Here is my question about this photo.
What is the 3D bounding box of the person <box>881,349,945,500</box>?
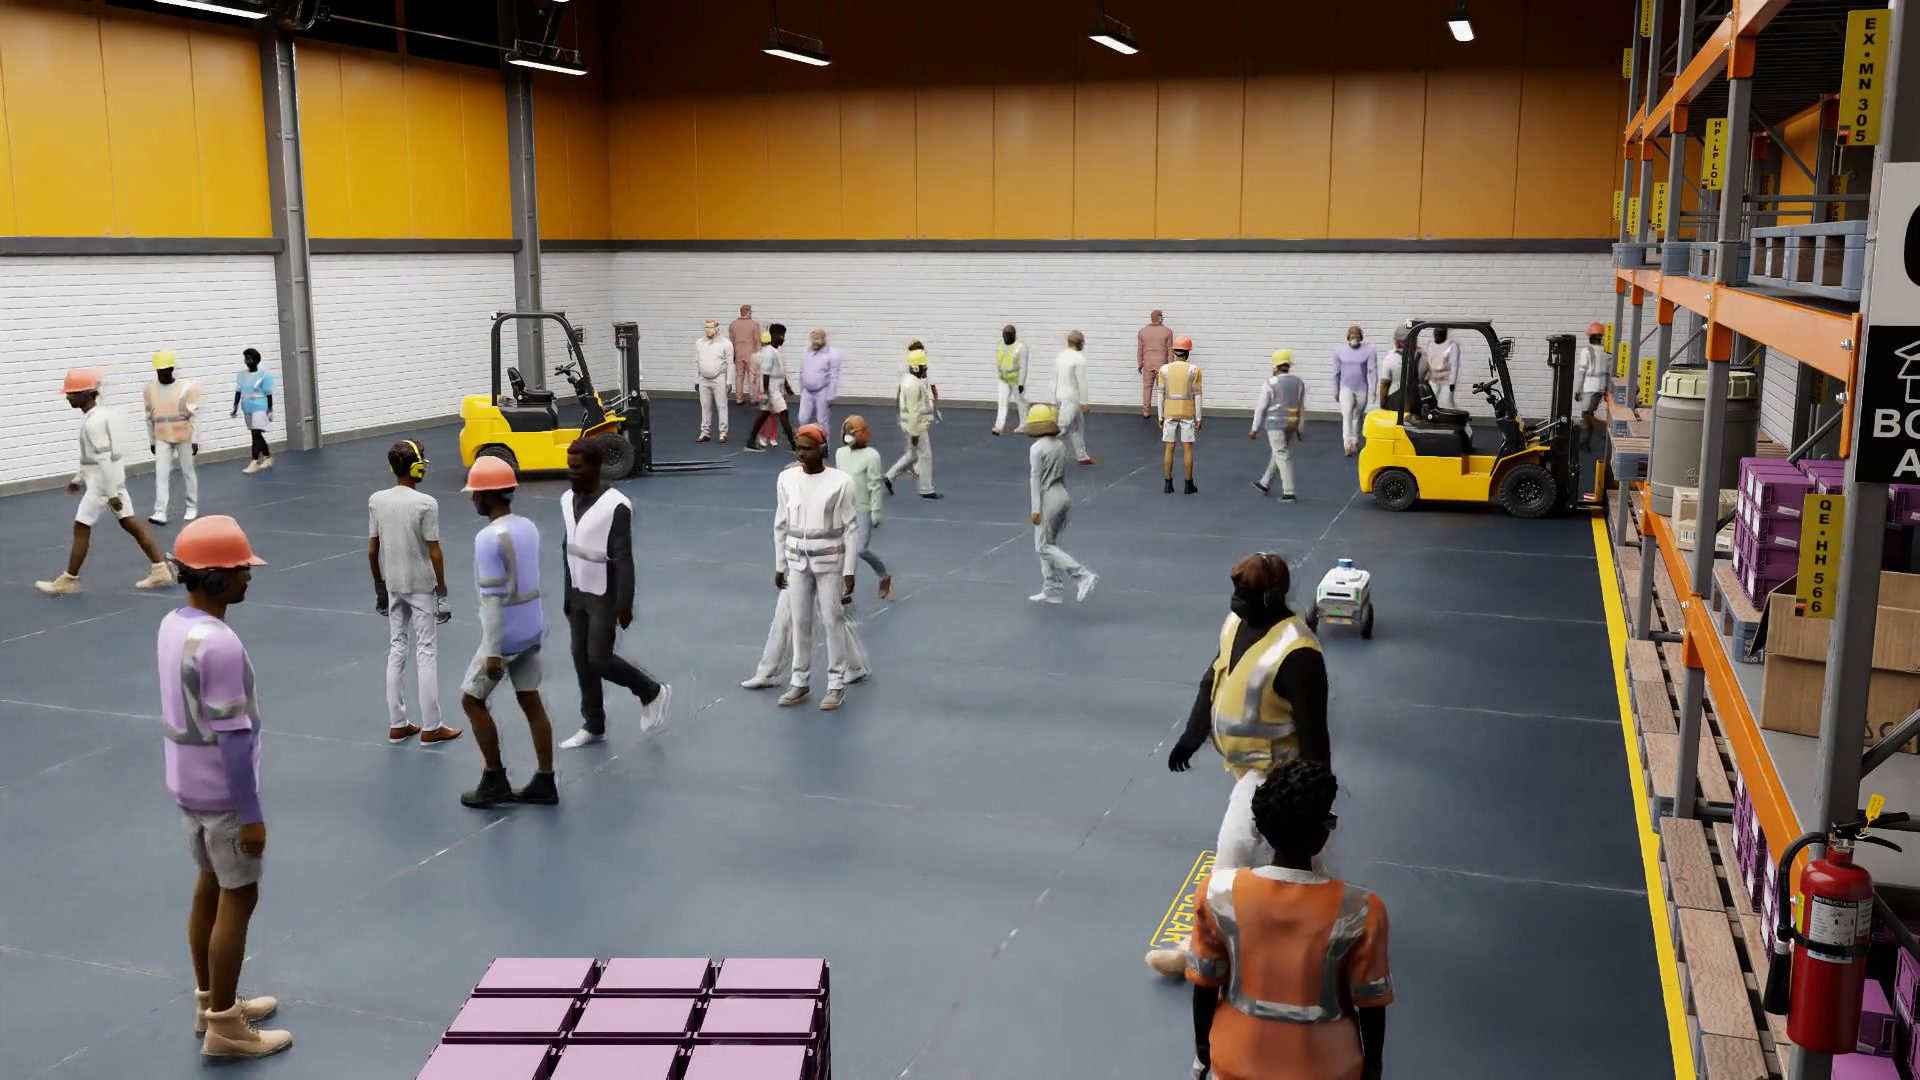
[{"bbox_3d":[-0.574,-1.357,19.716,0.712,1.812,0.597,-2,10,-9],"label":"person"}]

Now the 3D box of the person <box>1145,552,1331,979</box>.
[{"bbox_3d":[1.267,0.923,6.963,0.990,1.792,0.620,-2,10,-13],"label":"person"}]

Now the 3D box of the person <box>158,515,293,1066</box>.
[{"bbox_3d":[-2.753,0.918,6.248,0.392,2.041,0.617,-9,13,-41],"label":"person"}]

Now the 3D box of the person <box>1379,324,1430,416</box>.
[{"bbox_3d":[5.670,-1.753,21.290,0.692,2.000,0.690,-4,11,-23],"label":"person"}]

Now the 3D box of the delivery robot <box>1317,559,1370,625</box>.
[{"bbox_3d":[3.033,0.393,13.127,0.477,0.478,0.707,4,11,20],"label":"delivery robot"}]

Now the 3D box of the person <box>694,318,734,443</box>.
[{"bbox_3d":[-3.801,-2.444,25.558,0.638,1.911,0.402,3,10,16],"label":"person"}]

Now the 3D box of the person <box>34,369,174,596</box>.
[{"bbox_3d":[-7.454,-0.498,14.429,1.096,1.984,0.616,-3,10,-16],"label":"person"}]

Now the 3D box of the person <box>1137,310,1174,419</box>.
[{"bbox_3d":[3.428,-3.066,29.075,0.651,1.904,0.401,3,11,19],"label":"person"}]

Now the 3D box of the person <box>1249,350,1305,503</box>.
[{"bbox_3d":[3.745,-1.362,19.788,0.612,1.781,0.923,-6,12,-30],"label":"person"}]

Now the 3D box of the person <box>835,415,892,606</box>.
[{"bbox_3d":[-0.870,-0.244,13.967,0.520,1.624,0.530,9,14,42],"label":"person"}]

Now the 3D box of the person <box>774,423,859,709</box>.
[{"bbox_3d":[-0.949,0.171,10.896,0.584,1.882,0.337,4,11,21],"label":"person"}]

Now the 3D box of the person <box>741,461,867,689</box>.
[{"bbox_3d":[-1.034,0.241,11.364,0.865,1.591,0.500,-6,12,-32],"label":"person"}]

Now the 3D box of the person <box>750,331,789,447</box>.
[{"bbox_3d":[-2.859,-2.261,24.995,0.555,1.745,0.572,-4,11,-20],"label":"person"}]

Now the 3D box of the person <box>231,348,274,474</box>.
[{"bbox_3d":[-9.462,-1.743,22.293,0.534,1.664,0.749,4,11,21],"label":"person"}]

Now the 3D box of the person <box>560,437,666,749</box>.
[{"bbox_3d":[-2.139,0.316,10.054,0.595,1.905,0.555,10,14,44],"label":"person"}]

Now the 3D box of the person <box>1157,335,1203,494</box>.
[{"bbox_3d":[2.694,-1.533,20.343,0.551,1.935,0.375,3,11,19],"label":"person"}]

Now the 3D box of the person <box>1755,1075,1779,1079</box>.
[{"bbox_3d":[1.106,1.684,2.431,0.532,1.864,0.314,3,11,19],"label":"person"}]

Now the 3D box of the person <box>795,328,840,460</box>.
[{"bbox_3d":[-2.051,-2.039,23.392,0.702,1.871,0.645,5,11,26],"label":"person"}]

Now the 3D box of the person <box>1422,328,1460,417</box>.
[{"bbox_3d":[7.622,-2.532,26.400,0.658,1.785,0.988,10,14,43],"label":"person"}]

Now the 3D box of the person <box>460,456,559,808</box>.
[{"bbox_3d":[-2.480,0.503,8.940,0.668,1.910,0.572,3,10,15],"label":"person"}]

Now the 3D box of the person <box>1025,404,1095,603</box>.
[{"bbox_3d":[0.815,-0.287,13.969,0.609,1.708,0.484,5,11,27],"label":"person"}]

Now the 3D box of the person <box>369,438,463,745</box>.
[{"bbox_3d":[-3.337,0.321,10.121,0.532,1.859,0.310,3,11,19],"label":"person"}]

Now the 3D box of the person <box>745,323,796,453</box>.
[{"bbox_3d":[-2.707,-2.207,24.285,1.004,1.903,0.593,0,10,-2],"label":"person"}]

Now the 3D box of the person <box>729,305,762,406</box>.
[{"bbox_3d":[-4.036,-3.497,31.498,0.651,1.904,0.401,3,11,19],"label":"person"}]

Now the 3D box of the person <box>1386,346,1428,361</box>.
[{"bbox_3d":[6.352,-2.124,23.699,0.593,1.924,0.384,3,11,19],"label":"person"}]

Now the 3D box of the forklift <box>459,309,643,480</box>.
[{"bbox_3d":[-5.354,-1.902,21.697,2.313,2.155,1.214,-2,10,-13],"label":"forklift"}]

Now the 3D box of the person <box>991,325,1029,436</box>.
[{"bbox_3d":[0.825,-2.537,26.499,0.631,1.759,1.029,7,12,33],"label":"person"}]

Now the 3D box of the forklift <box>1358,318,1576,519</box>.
[{"bbox_3d":[5.787,-1.437,19.079,2.313,2.155,1.214,3,11,19],"label":"forklift"}]

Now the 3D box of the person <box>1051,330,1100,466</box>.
[{"bbox_3d":[1.423,-1.899,22.551,1.015,1.896,0.618,-4,11,-20],"label":"person"}]

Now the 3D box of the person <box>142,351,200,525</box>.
[{"bbox_3d":[-8.570,-1.104,18.058,0.610,1.879,0.945,-1,10,-5],"label":"person"}]

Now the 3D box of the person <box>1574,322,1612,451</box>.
[{"bbox_3d":[9.286,-2.213,24.246,0.553,1.919,0.775,-5,11,-25],"label":"person"}]

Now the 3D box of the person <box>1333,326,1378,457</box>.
[{"bbox_3d":[5.728,-2.174,24.148,0.645,1.894,1.042,2,10,13],"label":"person"}]

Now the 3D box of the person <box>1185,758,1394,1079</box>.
[{"bbox_3d":[0.869,1.411,4.428,0.540,1.698,0.318,3,11,19],"label":"person"}]

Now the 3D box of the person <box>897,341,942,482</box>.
[{"bbox_3d":[-0.560,-1.690,21.630,0.535,1.809,1.015,-3,10,-15],"label":"person"}]

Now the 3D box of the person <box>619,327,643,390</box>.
[{"bbox_3d":[-4.794,-2.198,24.236,0.337,1.883,0.584,-4,11,-24],"label":"person"}]
